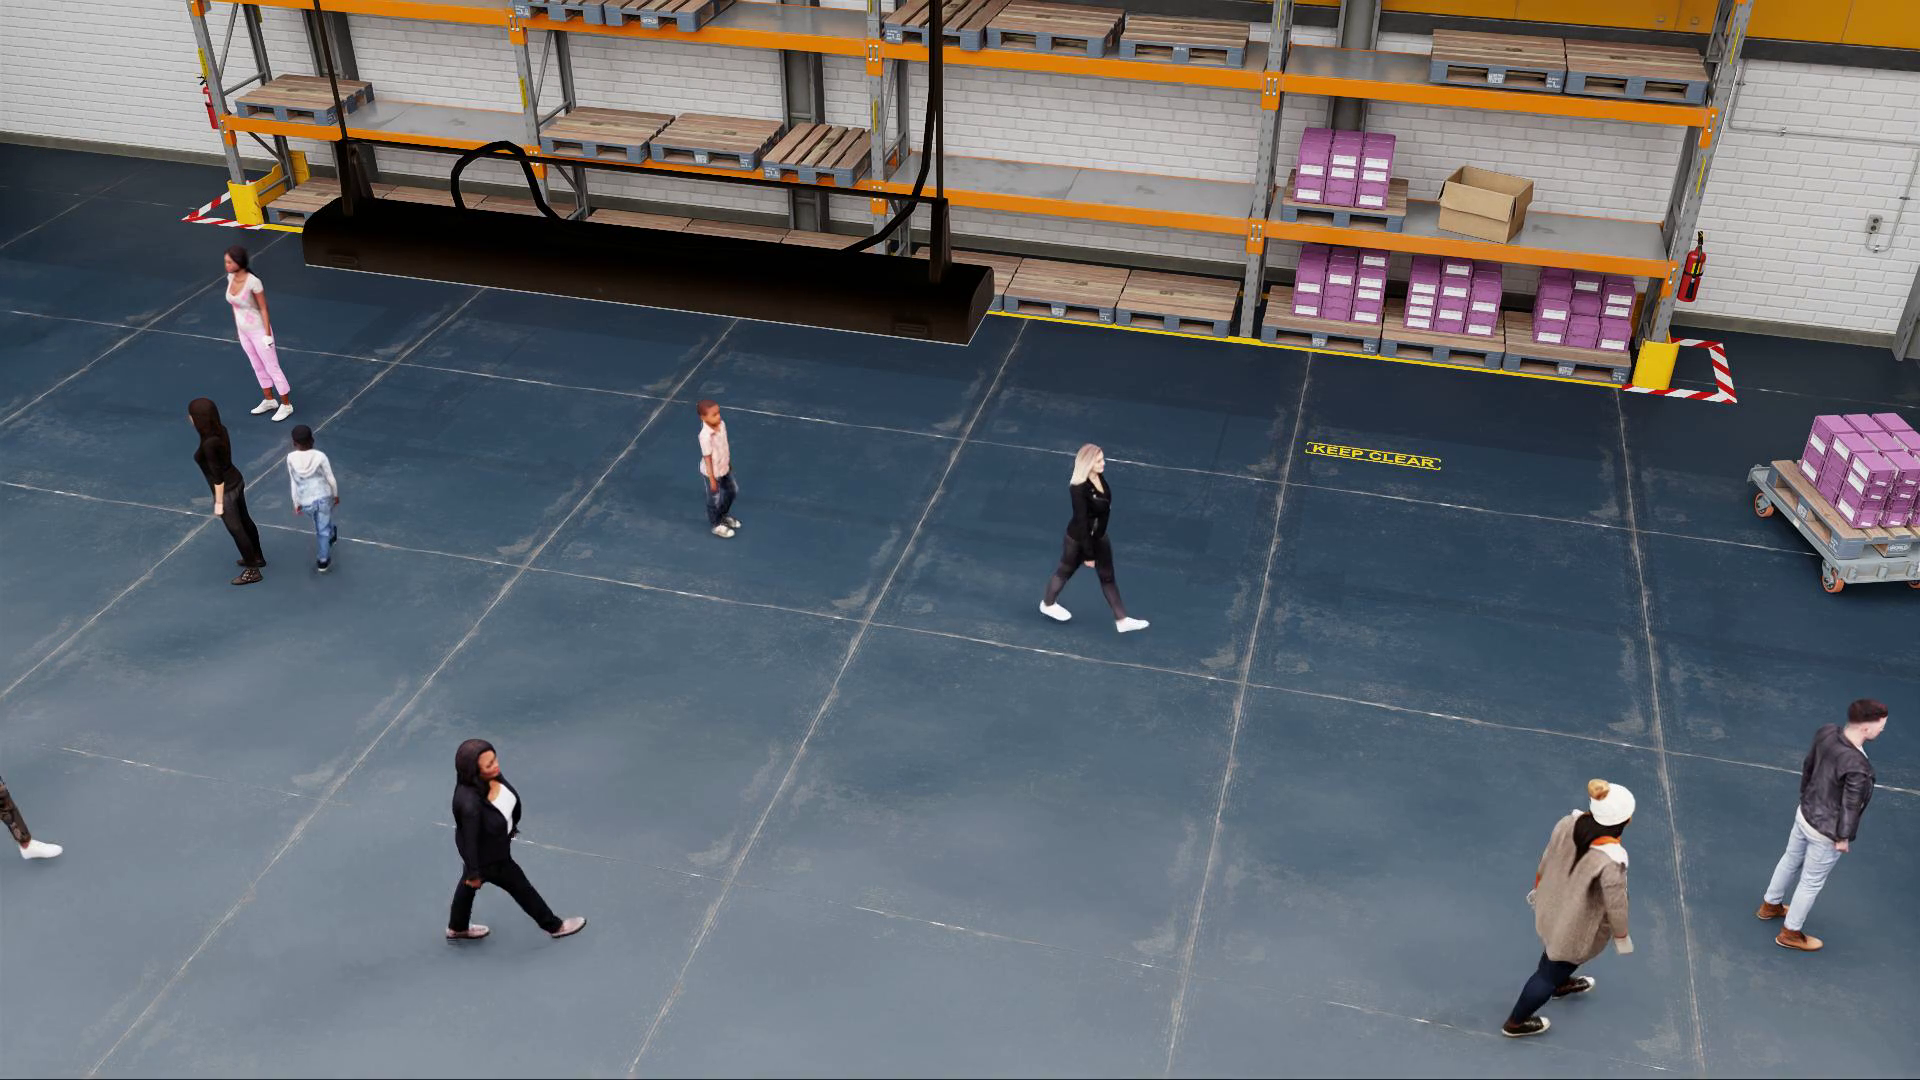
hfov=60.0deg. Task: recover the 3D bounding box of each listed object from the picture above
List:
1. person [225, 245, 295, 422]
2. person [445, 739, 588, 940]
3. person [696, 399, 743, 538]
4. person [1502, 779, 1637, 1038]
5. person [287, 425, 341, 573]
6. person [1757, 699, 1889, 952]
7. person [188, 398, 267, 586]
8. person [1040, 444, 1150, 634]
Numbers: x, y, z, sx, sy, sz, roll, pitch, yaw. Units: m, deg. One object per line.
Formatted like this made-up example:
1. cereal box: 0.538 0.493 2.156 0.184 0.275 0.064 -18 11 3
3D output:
1. person: -6.606 -1.949 15.599 0.535 1.742 0.699 18 38 25
2. person: -2.920 1.867 10.015 1.210 1.569 0.941 -4 34 -6
3. person: -2.109 -0.623 14.000 0.513 1.304 0.556 13 36 19
4. person: 3.365 2.101 9.392 1.047 1.869 0.913 -5 34 -7
5. person: -5.287 -0.308 13.597 0.825 1.226 0.717 -3 34 -5
6. person: 5.199 1.698 10.030 0.668 1.835 0.721 -2 34 -3
7. person: -5.886 -0.411 13.376 0.620 1.642 0.649 -4 34 -6
8. person: 0.861 -0.002 12.765 1.189 1.637 0.780 15 36 21
